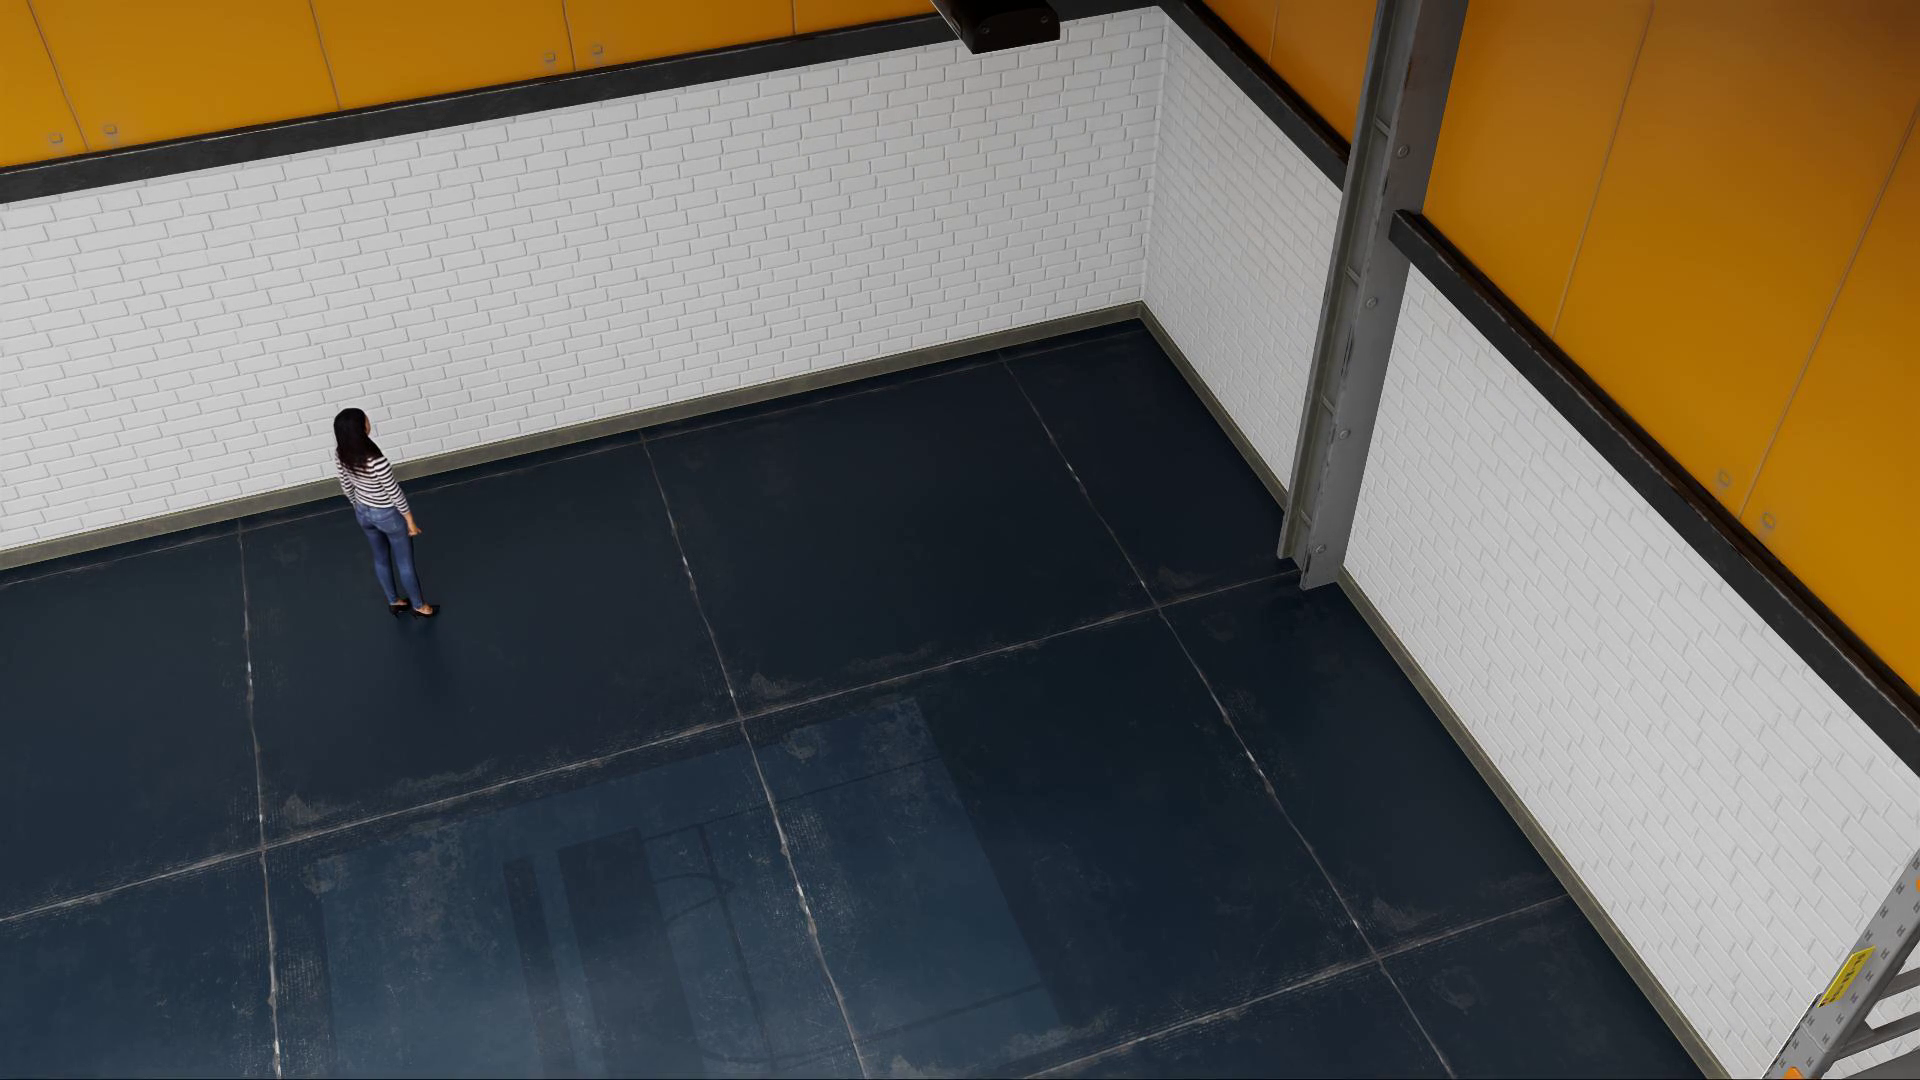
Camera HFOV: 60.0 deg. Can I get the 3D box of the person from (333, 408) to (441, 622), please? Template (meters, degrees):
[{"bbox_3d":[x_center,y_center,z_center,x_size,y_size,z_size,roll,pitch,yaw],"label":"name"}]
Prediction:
[{"bbox_3d":[-3.810,-0.142,10.968,0.648,1.796,0.691,15,46,15],"label":"person"}]
